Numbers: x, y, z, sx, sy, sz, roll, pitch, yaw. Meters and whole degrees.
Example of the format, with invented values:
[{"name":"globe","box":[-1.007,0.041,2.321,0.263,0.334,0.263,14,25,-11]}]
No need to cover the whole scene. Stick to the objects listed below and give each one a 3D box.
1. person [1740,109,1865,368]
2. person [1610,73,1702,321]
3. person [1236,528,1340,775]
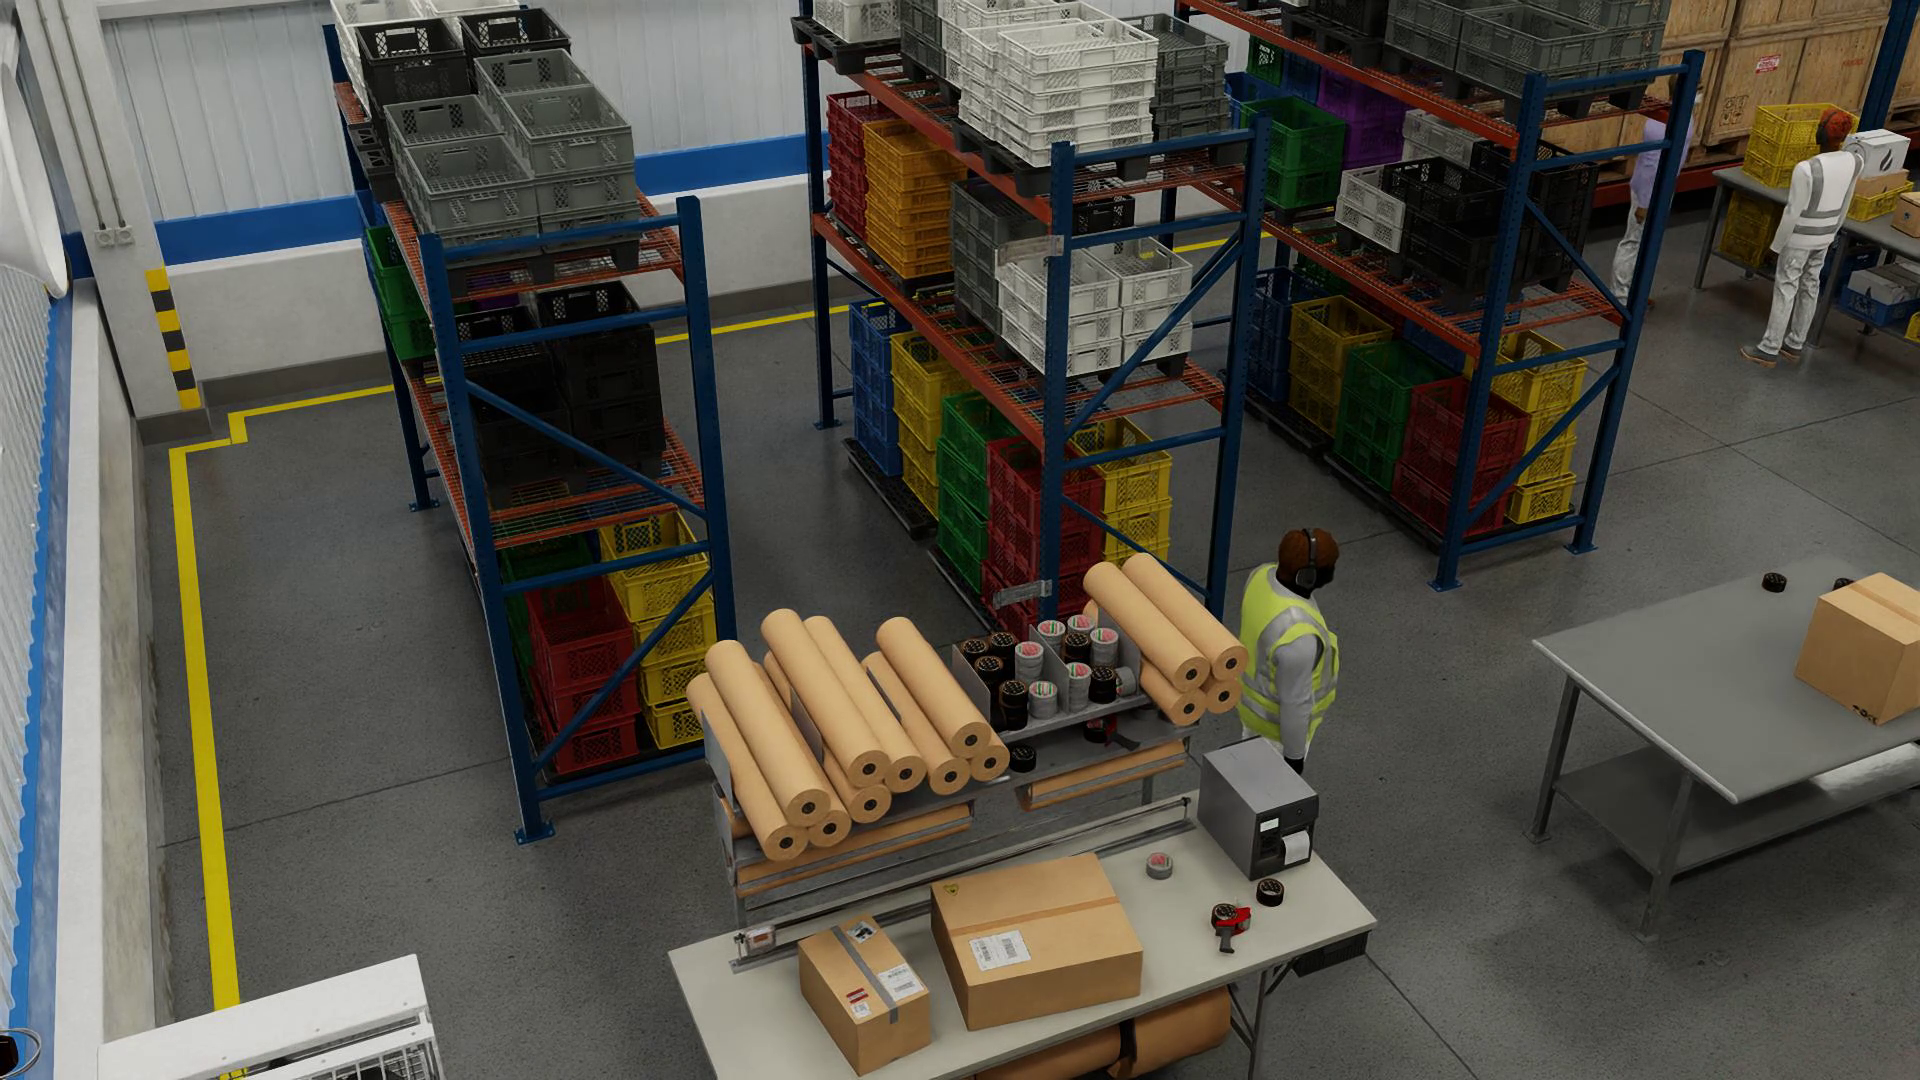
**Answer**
[{"name":"person","box":[6.045,-2.149,11.909,0.572,1.883,0.356,-12,33,-18]},{"name":"person","box":[5.288,-2.640,12.653,0.375,1.939,0.628,23,38,32]},{"name":"person","box":[1.406,0.748,7.253,0.429,1.835,0.629,-3,32,-4]}]
